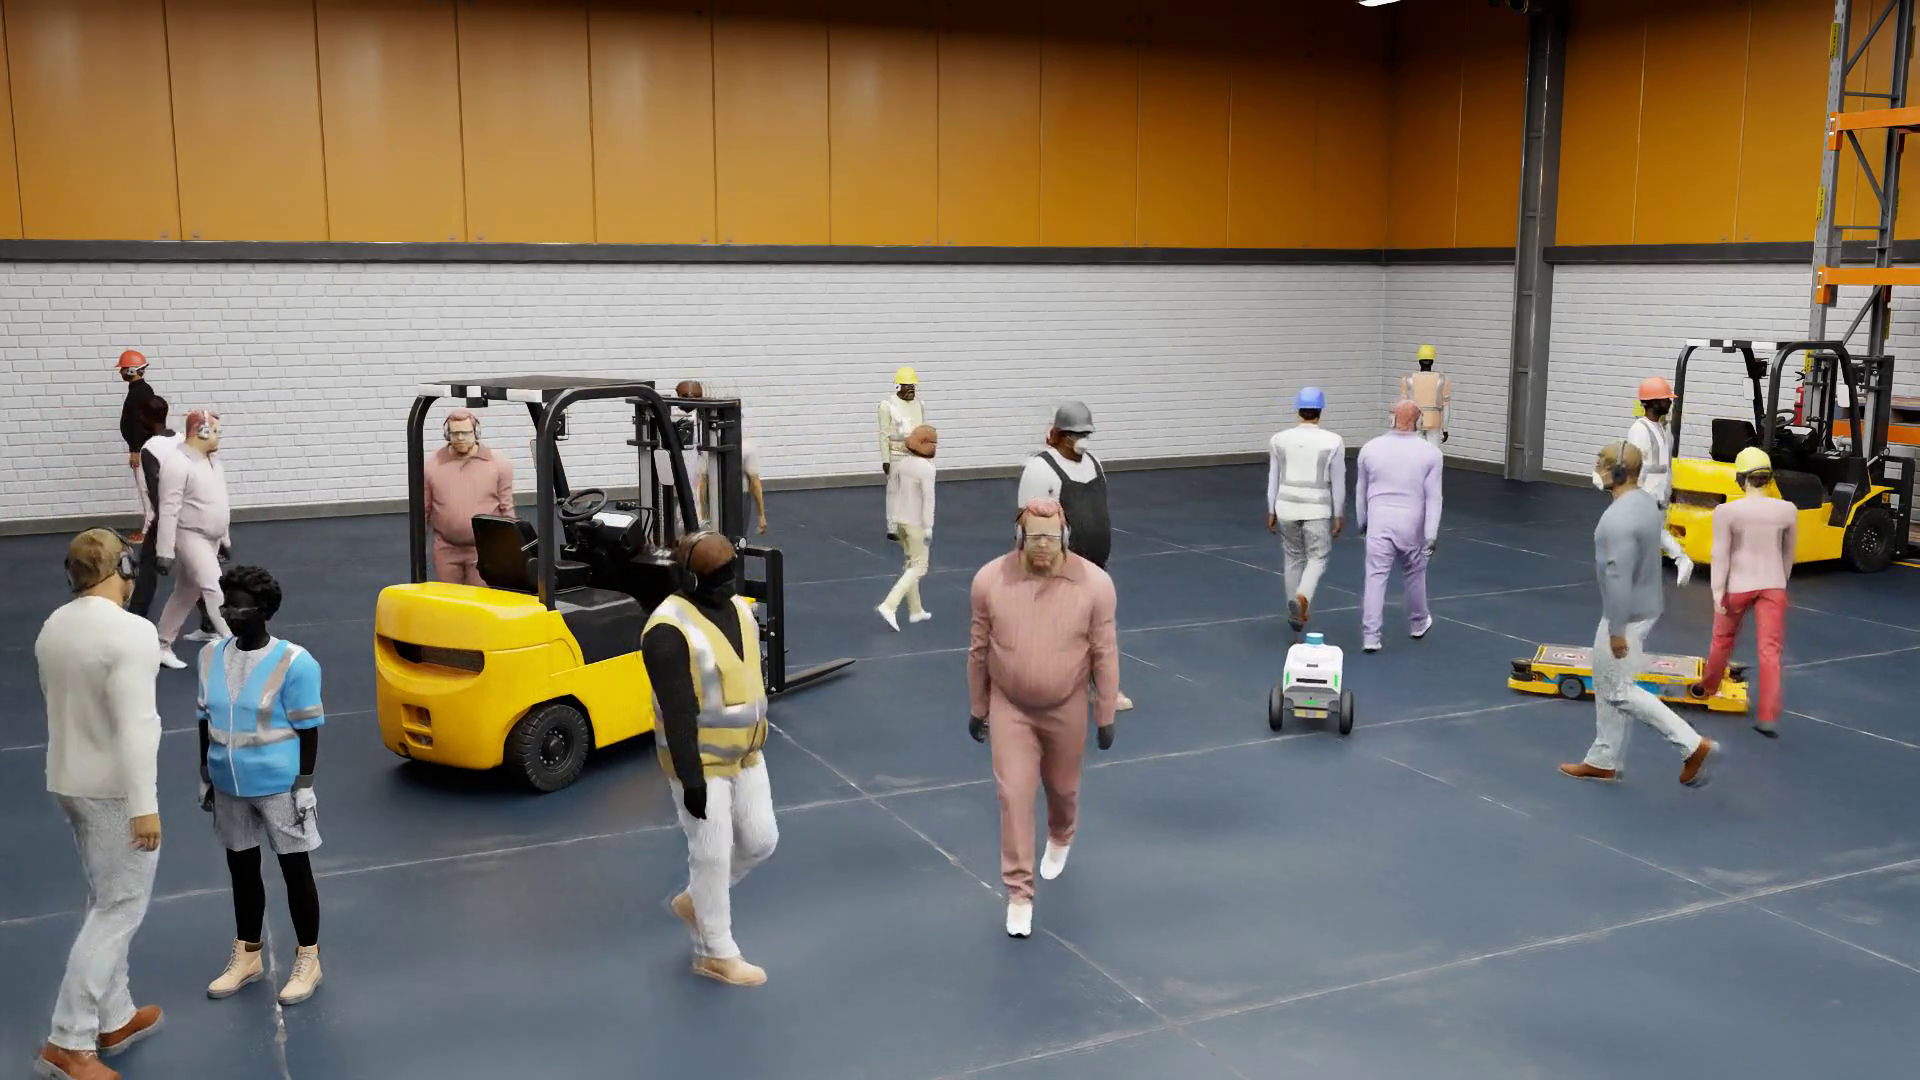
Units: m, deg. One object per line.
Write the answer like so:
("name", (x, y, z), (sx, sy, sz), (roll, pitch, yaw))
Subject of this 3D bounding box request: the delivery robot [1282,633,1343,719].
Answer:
("delivery robot", (2.191, 0.820, 10.302), (0.477, 0.478, 0.707), (2, 10, 14))

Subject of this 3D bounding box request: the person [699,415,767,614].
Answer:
("person", (-1.836, -0.218, 13.154), (0.522, 1.816, 0.918), (4, 10, 23))

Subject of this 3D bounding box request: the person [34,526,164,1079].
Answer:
("person", (-3.079, 0.922, 5.841), (0.701, 1.895, 0.638), (7, 11, 37))

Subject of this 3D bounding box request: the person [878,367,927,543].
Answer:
("person", (-0.570, -0.881, 17.223), (0.593, 1.825, 0.403), (-8, 12, -40))

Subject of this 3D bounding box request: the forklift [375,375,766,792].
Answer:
("forklift", (-2.268, 0.149, 9.685), (1.214, 2.155, 2.313), (6, 11, 32))

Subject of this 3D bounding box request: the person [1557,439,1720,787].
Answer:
("person", (3.666, 0.421, 8.901), (0.746, 1.916, 0.642), (6, 11, 32))

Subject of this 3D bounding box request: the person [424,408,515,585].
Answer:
("person", (-3.314, 0.066, 11.132), (0.659, 1.898, 0.536), (-2, 9, -13))

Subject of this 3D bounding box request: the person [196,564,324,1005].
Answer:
("person", (-2.685, 0.930, 6.375), (0.535, 1.699, 0.318), (2, 9, 13))

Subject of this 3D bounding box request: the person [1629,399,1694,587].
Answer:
("person", (6.107, -0.400, 14.543), (0.513, 1.713, 0.604), (-5, 10, -29))

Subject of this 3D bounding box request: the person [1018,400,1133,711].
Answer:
("person", (0.656, 0.048, 10.788), (0.695, 2.000, 1.021), (-8, 12, -39))

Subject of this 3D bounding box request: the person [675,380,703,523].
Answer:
("person", (-2.403, -0.533, 15.038), (0.434, 1.830, 0.653), (0, 9, -3))

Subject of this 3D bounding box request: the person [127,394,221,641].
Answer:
("person", (-6.038, -0.151, 12.515), (0.935, 1.877, 0.603), (1, 9, 4))

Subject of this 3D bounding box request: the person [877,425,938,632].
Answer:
("person", (-0.409, -0.106, 13.074), (0.614, 1.604, 0.526), (-7, 12, -37))

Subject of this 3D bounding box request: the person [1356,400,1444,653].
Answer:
("person", (3.266, -0.115, 12.406), (0.669, 1.850, 1.016), (5, 10, 26))

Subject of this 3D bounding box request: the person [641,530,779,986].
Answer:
("person", (-0.966, 0.853, 6.488), (0.444, 1.821, 0.640), (5, 10, 27))

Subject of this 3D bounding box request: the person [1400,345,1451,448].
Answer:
("person", (5.566, -1.373, 19.942), (0.587, 1.930, 0.357), (2, 9, 13))

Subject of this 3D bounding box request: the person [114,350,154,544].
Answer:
("person", (-8.482, -0.965, 17.211), (0.375, 1.995, 0.611), (-3, 10, -19))

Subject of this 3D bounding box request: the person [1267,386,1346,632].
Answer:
("person", (2.650, -0.222, 12.846), (0.619, 1.928, 0.724), (5, 10, 28))

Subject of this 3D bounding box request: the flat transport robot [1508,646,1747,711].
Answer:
("flat transport robot", (4.415, 0.894, 11.009), (1.431, 0.197, 0.652), (4, 10, 24))

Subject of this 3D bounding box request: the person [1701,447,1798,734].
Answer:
("person", (4.877, 0.290, 10.278), (0.534, 1.719, 0.894), (1, 9, 7))

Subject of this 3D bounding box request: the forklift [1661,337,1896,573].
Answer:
("forklift", (7.551, -0.789, 15.507), (2.313, 2.155, 1.214), (-4, 10, -25))

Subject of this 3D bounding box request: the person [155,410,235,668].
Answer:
("person", (-5.319, 0.016, 11.631), (1.004, 1.843, 0.676), (0, 9, 0))

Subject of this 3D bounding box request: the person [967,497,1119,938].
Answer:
("person", (0.364, 0.700, 7.317), (0.662, 1.861, 0.926), (1, 9, 5))

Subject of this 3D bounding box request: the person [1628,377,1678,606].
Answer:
("person", (5.669, -0.372, 13.698), (0.347, 1.941, 0.550), (6, 11, 34))
